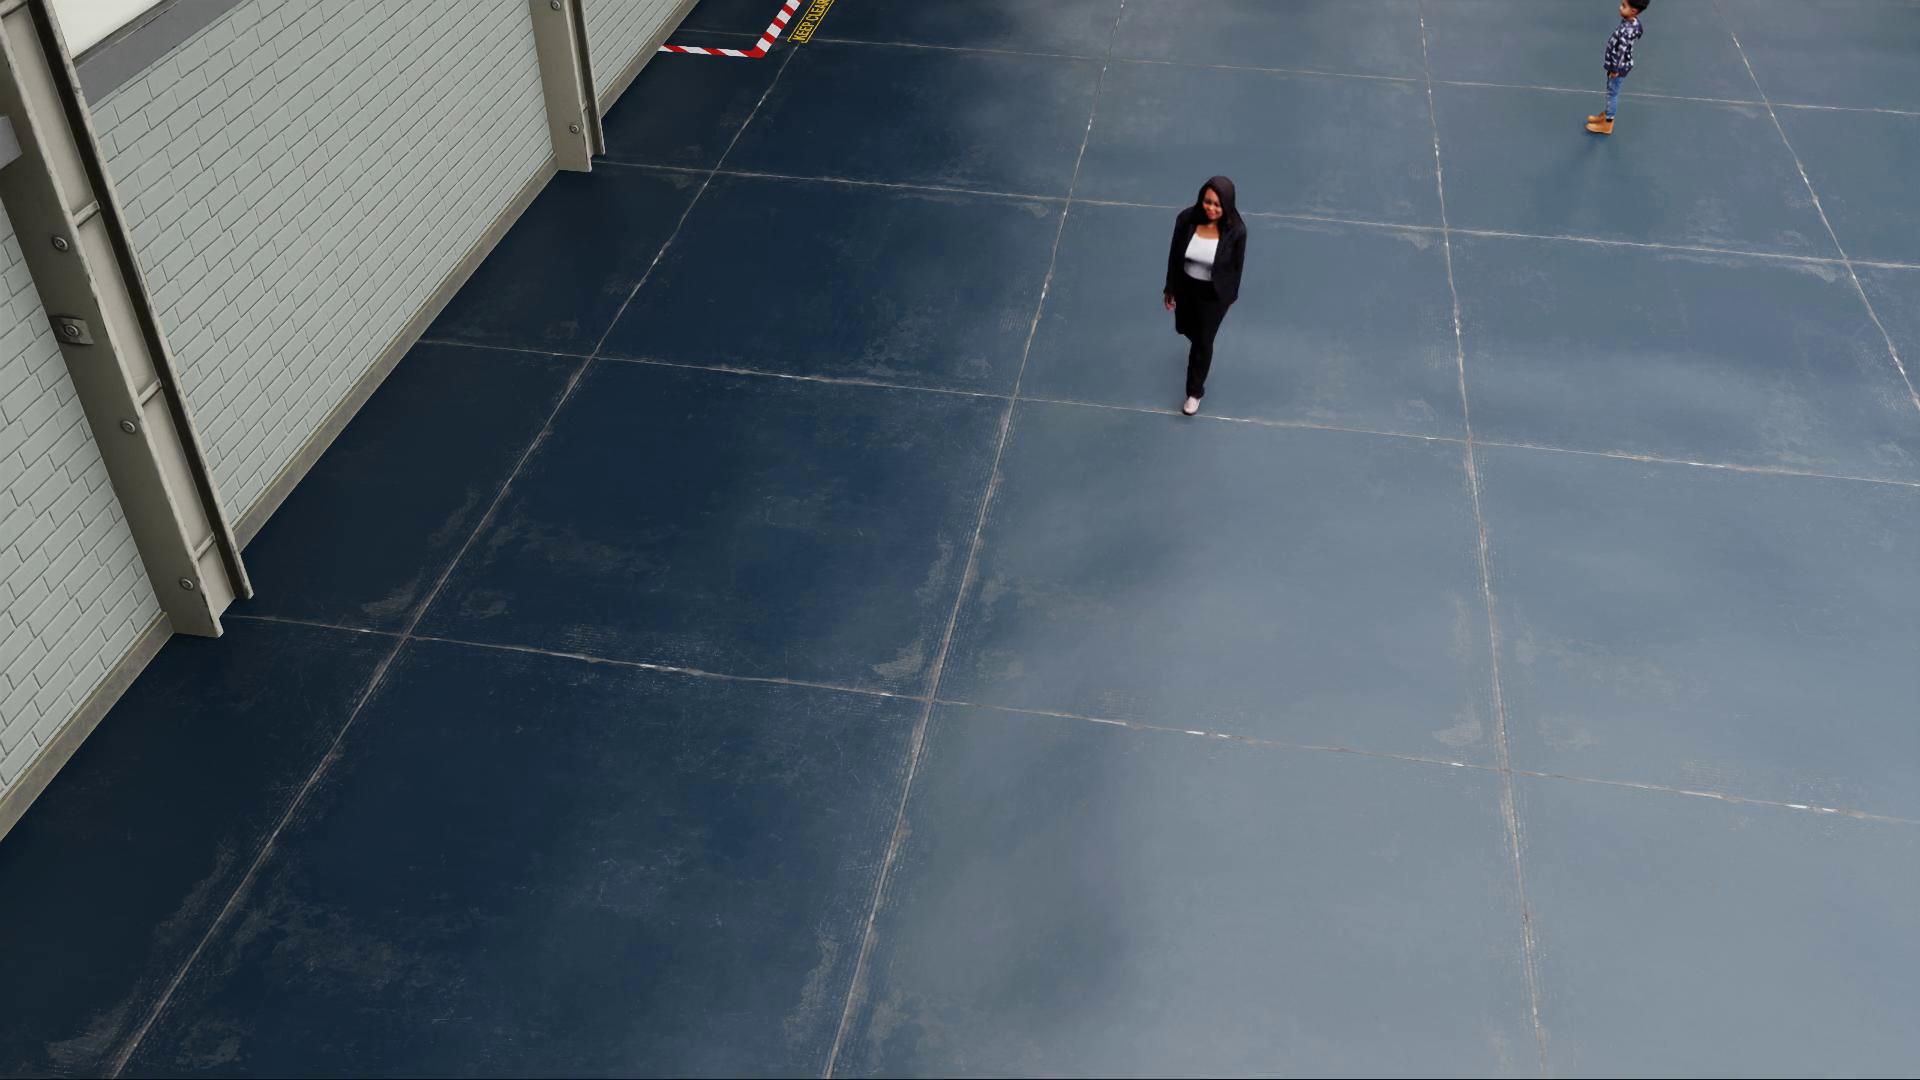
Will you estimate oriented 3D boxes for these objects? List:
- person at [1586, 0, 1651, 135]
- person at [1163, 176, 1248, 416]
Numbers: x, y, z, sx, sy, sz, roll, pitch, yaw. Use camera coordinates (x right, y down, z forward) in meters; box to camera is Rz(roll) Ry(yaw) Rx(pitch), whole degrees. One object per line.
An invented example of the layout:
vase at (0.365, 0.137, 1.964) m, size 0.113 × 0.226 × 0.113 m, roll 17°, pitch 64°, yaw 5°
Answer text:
person at (5.658, -4.115, 14.255) m, size 0.579 × 1.251 × 0.462 m, roll 12°, pitch 40°, yaw 15°
person at (1.594, -1.666, 10.854) m, size 0.758 × 1.586 × 1.102 m, roll 13°, pitch 40°, yaw 16°
